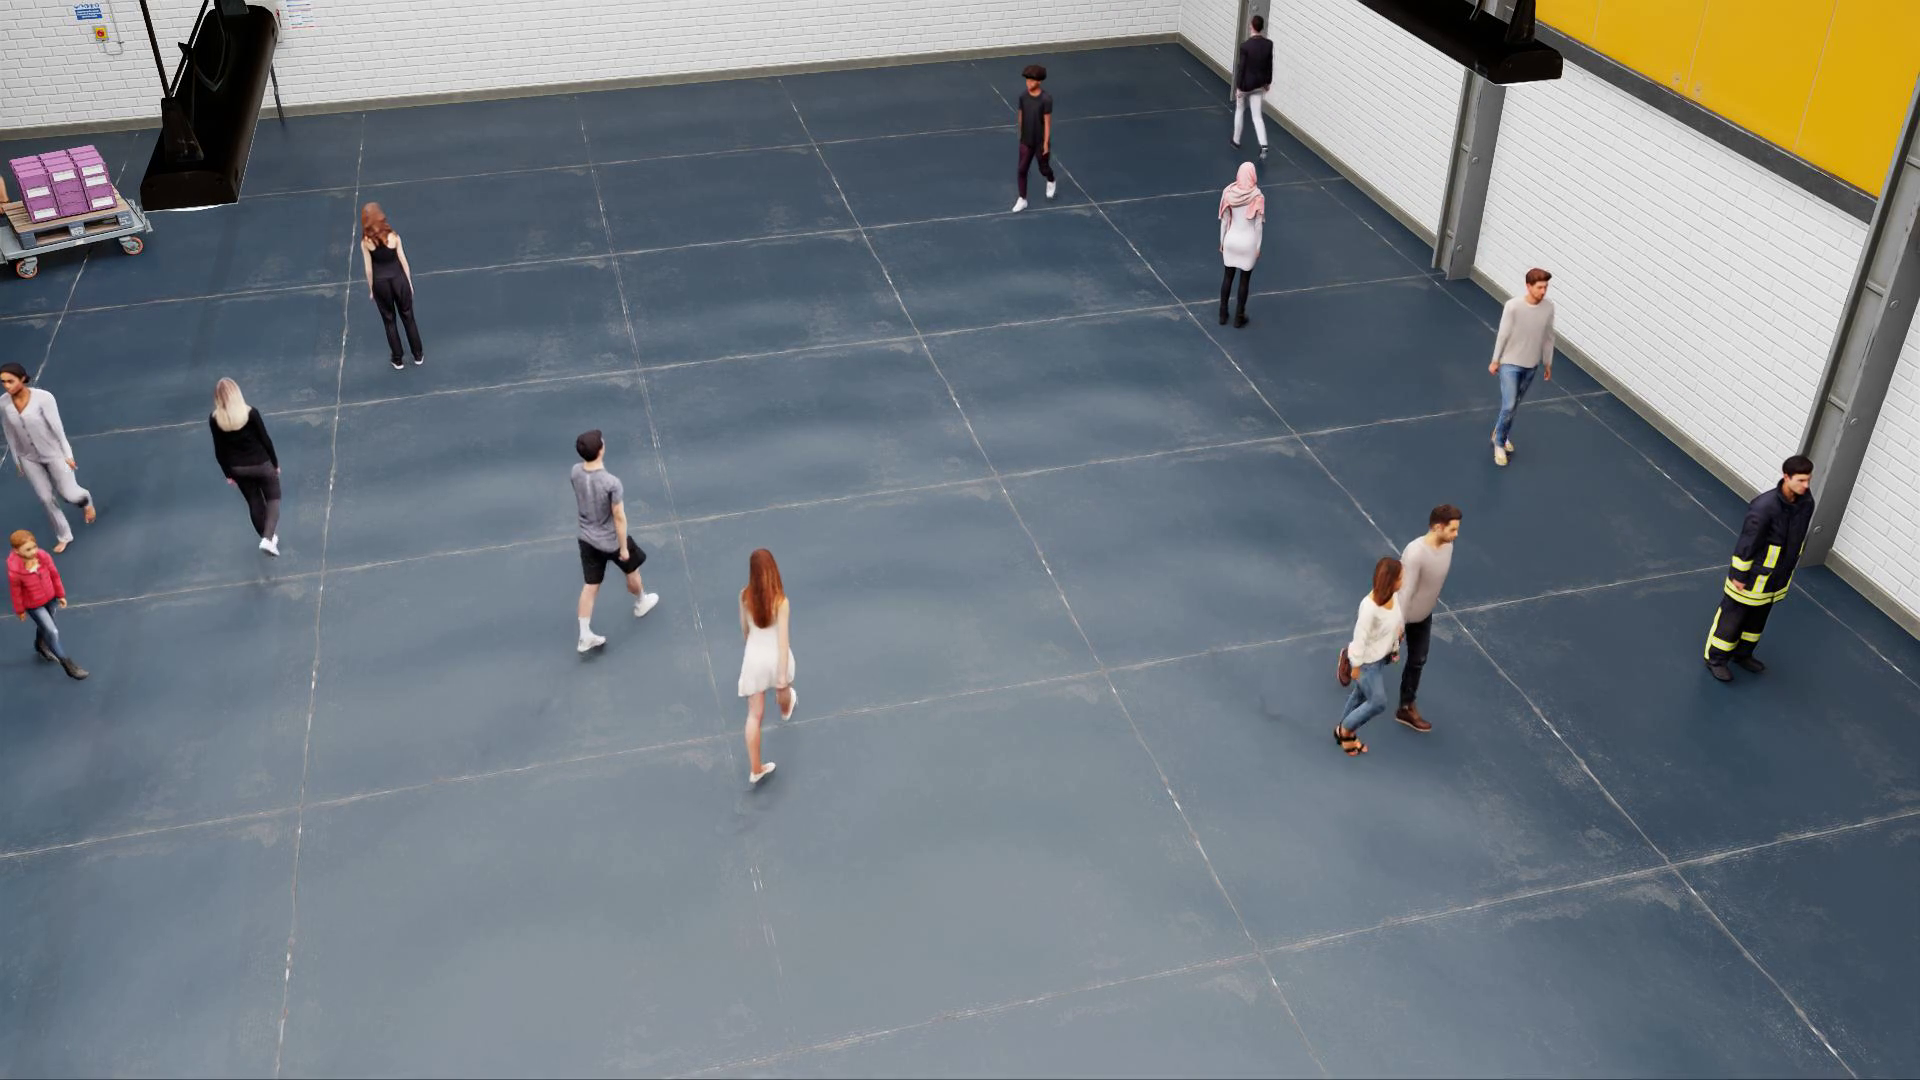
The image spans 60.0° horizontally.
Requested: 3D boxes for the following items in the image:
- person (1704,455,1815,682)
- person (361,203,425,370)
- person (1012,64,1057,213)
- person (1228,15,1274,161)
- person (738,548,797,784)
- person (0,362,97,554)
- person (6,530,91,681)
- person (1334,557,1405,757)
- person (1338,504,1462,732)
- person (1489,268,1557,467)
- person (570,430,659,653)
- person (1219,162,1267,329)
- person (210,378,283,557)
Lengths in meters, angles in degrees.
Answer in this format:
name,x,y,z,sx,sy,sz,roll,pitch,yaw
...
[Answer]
name,x,y,z,sx,sy,sz,roll,pitch,yaw
person,6.029,0.181,12.496,0.804,1.927,0.691,-12,35,-17
person,-5.752,-2.562,16.790,0.608,1.743,0.564,-14,36,-20
person,0.961,-4.938,20.349,1.022,1.760,1.104,17,37,23
person,3.848,-5.881,21.718,0.686,1.814,1.147,-9,35,-13
person,-1.368,0.932,11.634,0.960,1.631,1.260,10,35,14
person,-7.730,-0.753,14.090,0.713,1.718,0.858,-3,34,-5
person,-7.045,0.454,12.670,0.917,1.279,0.882,17,37,24
person,2.830,0.800,11.798,0.784,1.670,0.730,21,39,28
person,3.207,0.500,12.099,0.930,1.835,1.194,-18,37,-24
person,5.109,-1.673,15.325,0.685,1.883,0.801,-7,34,-10
person,-2.814,0.033,12.800,1.149,1.836,1.238,17,37,23
person,2.968,-3.121,17.580,0.725,1.799,0.778,16,37,23
person,-5.902,-0.537,13.805,0.652,1.674,0.791,-5,34,-8
